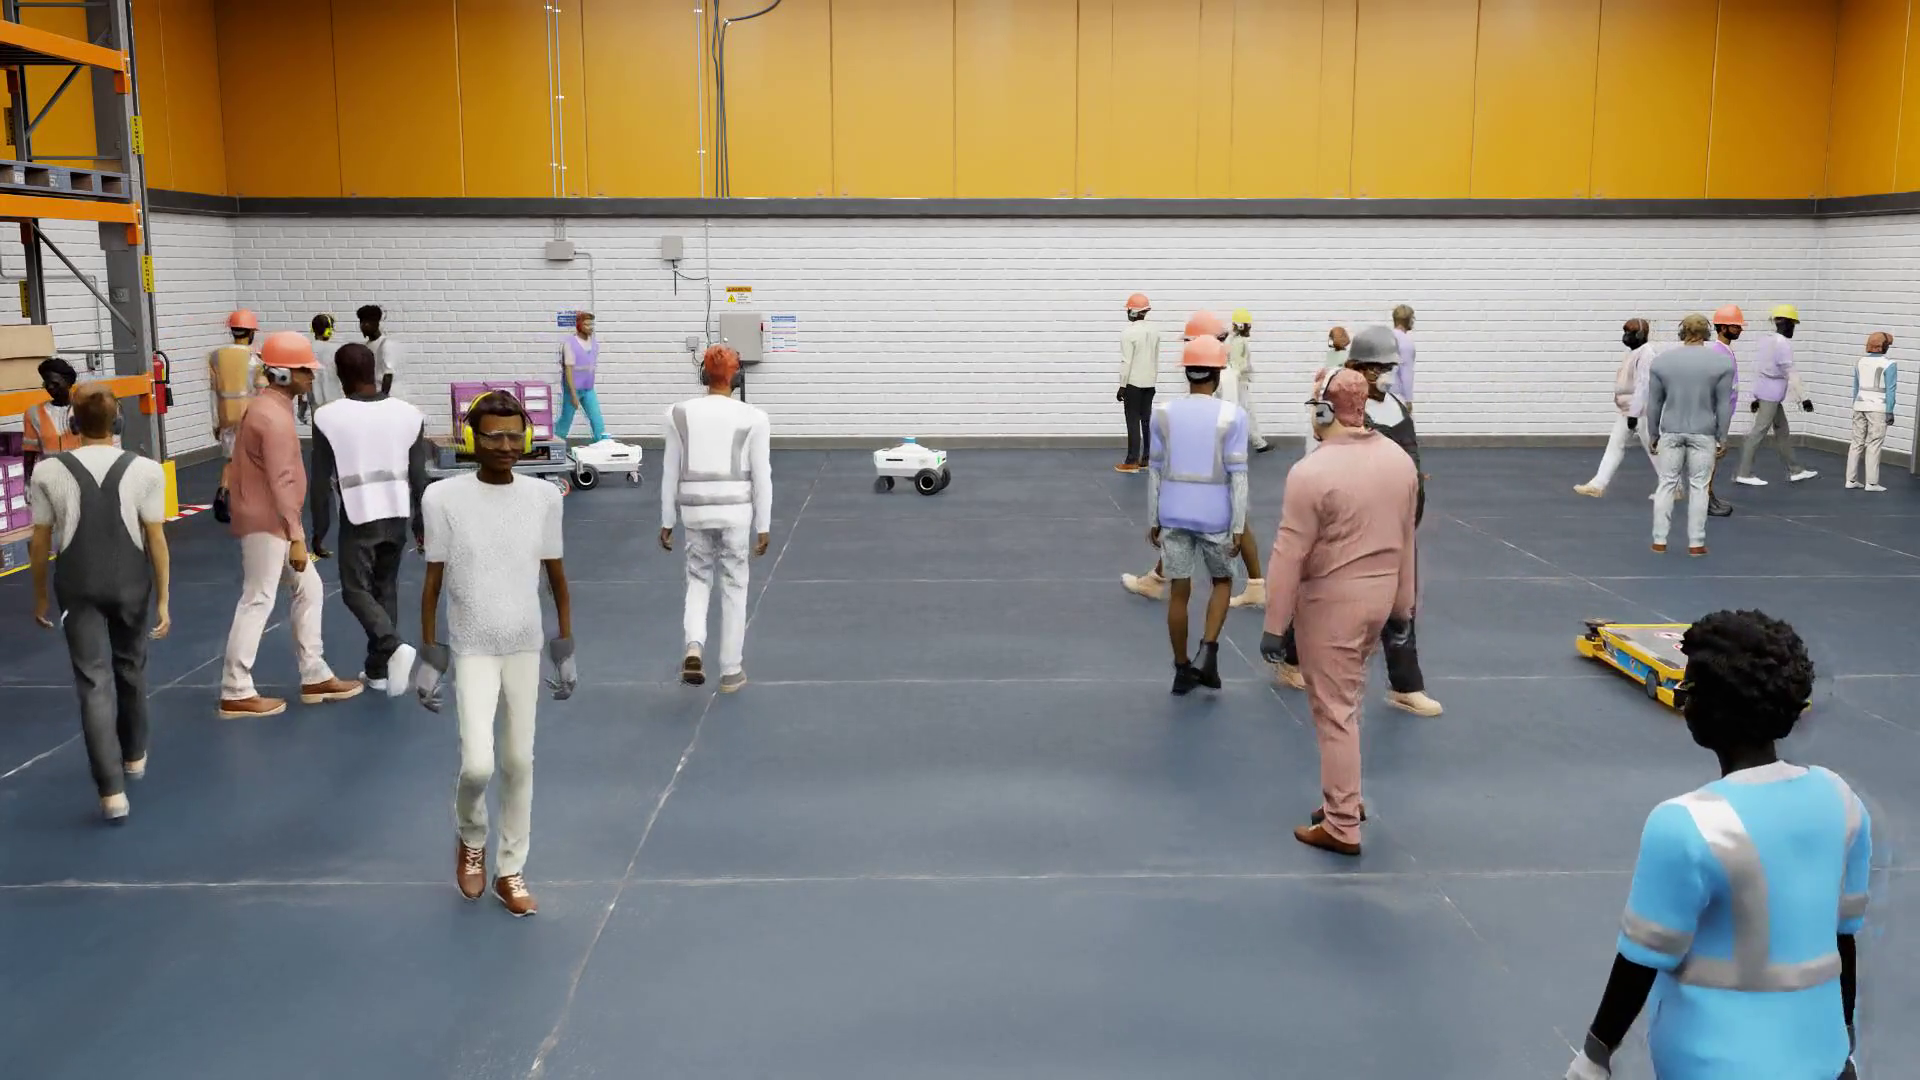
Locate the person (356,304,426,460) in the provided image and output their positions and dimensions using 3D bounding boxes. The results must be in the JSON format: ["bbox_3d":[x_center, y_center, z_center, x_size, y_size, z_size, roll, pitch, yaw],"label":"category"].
[{"bbox_3d":[-5.870,-1.458,17.047,0.601,1.918,0.990,8,12,39],"label":"person"}]

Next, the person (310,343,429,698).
[{"bbox_3d":[-3.068,-0.085,8.783,0.601,1.862,0.728,-8,12,-41],"label":"person"}]

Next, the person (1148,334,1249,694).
[{"bbox_3d":[1.266,-0.125,8.857,0.556,1.922,0.438,4,10,21],"label":"person"}]

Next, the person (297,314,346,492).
[{"bbox_3d":[-6.529,-1.412,17.078,0.573,1.816,0.883,-1,9,-6],"label":"person"}]

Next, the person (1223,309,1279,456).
[{"bbox_3d":[3.395,-1.905,20.180,0.923,1.783,0.609,0,9,-3],"label":"person"}]

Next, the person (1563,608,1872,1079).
[{"bbox_3d":[1.392,0.940,3.116,0.542,1.642,0.876,-6,11,-33],"label":"person"}]

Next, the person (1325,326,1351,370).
[{"bbox_3d":[4.441,-1.688,19.387,0.741,1.609,0.505,-2,9,-12],"label":"person"}]

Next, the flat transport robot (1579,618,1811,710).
[{"bbox_3d":[3.962,0.662,9.066,0.652,0.197,1.431,0,9,0],"label":"flat transport robot"}]

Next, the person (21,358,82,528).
[{"bbox_3d":[-5.971,-0.365,11.080,0.550,1.668,0.680,-1,9,-8],"label":"person"}]

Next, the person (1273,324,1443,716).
[{"bbox_3d":[2.056,-0.153,8.649,0.691,2.000,0.989,-6,11,-35],"label":"person"}]

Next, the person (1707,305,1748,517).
[{"bbox_3d":[7.008,-1.189,15.317,0.358,1.937,0.548,5,11,29],"label":"person"}]

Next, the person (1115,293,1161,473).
[{"bbox_3d":[1.984,-1.751,18.578,0.619,1.997,0.373,-9,13,-44],"label":"person"}]

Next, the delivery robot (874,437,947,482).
[{"bbox_3d":[-0.505,-0.798,16.859,0.707,0.478,0.477,2,9,12],"label":"delivery robot"}]

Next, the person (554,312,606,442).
[{"bbox_3d":[-4.288,-1.692,18.910,1.045,1.770,0.573,5,11,30],"label":"person"}]

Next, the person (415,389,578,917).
[{"bbox_3d":[-1.611,0.402,5.815,0.563,1.853,0.396,-6,11,-33],"label":"person"}]

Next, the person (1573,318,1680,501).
[{"bbox_3d":[6.620,-1.267,16.275,0.984,1.791,0.644,1,9,6],"label":"person"}]

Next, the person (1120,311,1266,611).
[{"bbox_3d":[1.616,-0.522,11.093,1.069,1.984,0.607,6,11,32],"label":"person"}]

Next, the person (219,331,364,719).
[{"bbox_3d":[-3.405,-0.075,8.429,0.835,1.951,0.634,-4,10,-25],"label":"person"}]

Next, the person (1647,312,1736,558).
[{"bbox_3d":[5.730,-0.819,13.095,0.630,1.932,0.371,6,11,34],"label":"person"}]

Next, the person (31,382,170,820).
[{"bbox_3d":[-3.631,0.231,7.051,0.536,1.792,0.977,-5,10,-28],"label":"person"}]

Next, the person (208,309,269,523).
[{"bbox_3d":[-6.251,-1.035,14.438,0.567,1.916,0.627,0,9,2],"label":"person"}]

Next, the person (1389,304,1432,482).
[{"bbox_3d":[4.557,-1.539,17.573,0.923,1.911,0.638,-1,9,-5],"label":"person"}]

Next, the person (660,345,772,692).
[{"bbox_3d":[-1.308,-0.100,8.858,0.609,1.865,0.504,1,9,5],"label":"person"}]

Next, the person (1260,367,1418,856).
[{"bbox_3d":[1.426,0.272,6.489,0.679,1.887,0.540,-7,12,-37],"label":"person"}]

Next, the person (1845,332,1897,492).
[{"bbox_3d":[9.313,-1.307,16.985,0.316,1.629,0.507,-2,10,-14],"label":"person"}]

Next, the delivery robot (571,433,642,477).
[{"bbox_3d":[-3.663,-0.863,17.259,0.707,0.478,0.477,-3,10,-15],"label":"delivery robot"}]

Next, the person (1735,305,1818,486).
[{"bbox_3d":[8.600,-1.494,17.343,0.917,1.874,0.616,2,9,11],"label":"person"}]
